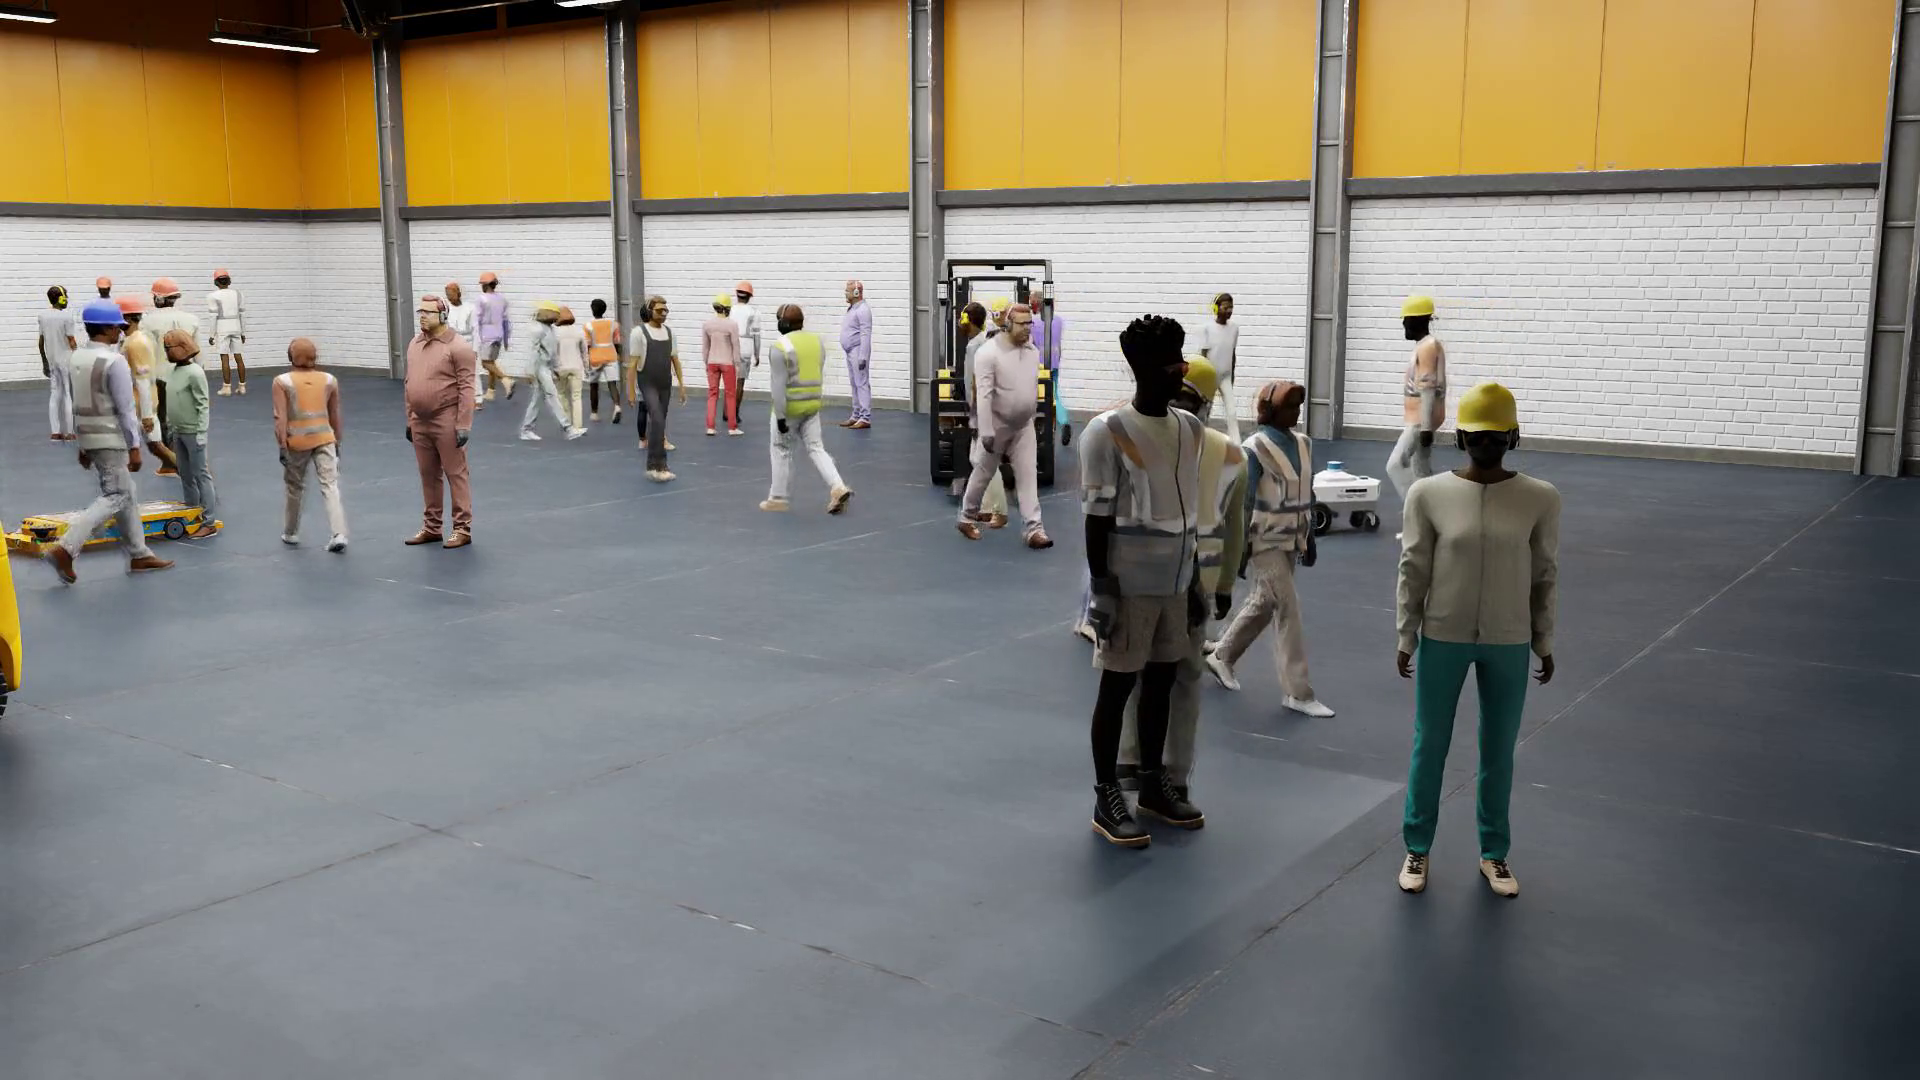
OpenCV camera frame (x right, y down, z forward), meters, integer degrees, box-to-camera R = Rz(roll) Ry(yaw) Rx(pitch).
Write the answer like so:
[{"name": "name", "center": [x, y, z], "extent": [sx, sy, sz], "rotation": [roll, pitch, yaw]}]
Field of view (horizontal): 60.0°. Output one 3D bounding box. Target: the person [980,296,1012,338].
[{"name": "person", "center": [0.360, -1.825, 18.549], "extent": [0.967, 1.780, 0.597], "rotation": [5, 11, 28]}]

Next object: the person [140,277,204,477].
[{"name": "person", "center": [-7.914, -1.635, 16.724], "extent": [0.369, 1.996, 0.622], "rotation": [7, 12, 36]}]

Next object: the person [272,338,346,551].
[{"name": "person", "center": [-4.862, -0.714, 12.458], "extent": [0.525, 1.588, 0.874], "rotation": [-8, 13, -40]}]

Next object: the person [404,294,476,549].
[{"name": "person", "center": [-3.955, -0.894, 12.573], "extent": [0.643, 1.913, 0.411], "rotation": [5, 11, 27]}]

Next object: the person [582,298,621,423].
[{"name": "person", "center": [-4.761, -2.393, 22.211], "extent": [0.525, 1.670, 0.805], "rotation": [-4, 11, -25]}]

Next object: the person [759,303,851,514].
[{"name": "person", "center": [-1.338, -1.115, 14.214], "extent": [0.841, 1.814, 0.630], "rotation": [8, 13, 41]}]

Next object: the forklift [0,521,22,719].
[{"name": "forklift", "center": [-5.296, -0.090, 6.943], "extent": [1.214, 2.155, 2.313], "rotation": [7, 12, 35]}]

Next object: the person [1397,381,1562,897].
[{"name": "person", "center": [1.750, 0.343, 5.637], "extent": [0.533, 1.767, 0.326], "rotation": [1, 10, 8]}]

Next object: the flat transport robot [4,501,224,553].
[{"name": "flat transport robot", "center": [-6.530, -0.116, 12.817], "extent": [0.652, 0.197, 1.431], "rotation": [7, 12, 35]}]

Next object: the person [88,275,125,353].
[{"name": "person", "center": [-13.880, -3.338, 27.090], "extent": [0.573, 1.924, 0.493], "rotation": [-1, 10, -8]}]

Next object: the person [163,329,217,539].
[{"name": "person", "center": [-6.037, -0.826, 12.989], "extent": [0.498, 1.633, 0.281], "rotation": [7, 12, 36]}]

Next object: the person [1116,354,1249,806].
[{"name": "person", "center": [0.864, 0.160, 6.665], "extent": [0.608, 1.789, 0.490], "rotation": [-2, 10, -13]}]

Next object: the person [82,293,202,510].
[{"name": "person", "center": [-6.976, -1.158, 14.203], "extent": [0.979, 1.905, 0.562], "rotation": [-4, 10, -21]}]

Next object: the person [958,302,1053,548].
[{"name": "person", "center": [0.350, -0.869, 12.649], "extent": [0.649, 1.864, 1.017], "rotation": [-7, 12, -35]}]

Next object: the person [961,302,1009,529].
[{"name": "person", "center": [0.189, -1.017, 13.574], "extent": [0.456, 1.830, 0.643], "rotation": [1, 10, 9]}]

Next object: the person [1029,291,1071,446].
[{"name": "person", "center": [0.999, -1.987, 19.381], "extent": [0.581, 1.812, 0.795], "rotation": [-5, 11, -28]}]

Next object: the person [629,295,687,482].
[{"name": "person", "center": [-2.888, -1.460, 16.195], "extent": [0.740, 1.821, 0.552], "rotation": [9, 13, 42]}]

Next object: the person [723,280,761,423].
[{"name": "person", "center": [-2.924, -2.504, 22.188], "extent": [0.566, 1.908, 0.457], "rotation": [1, 10, 8]}]

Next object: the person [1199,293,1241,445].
[{"name": "person", "center": [2.743, -1.669, 17.477], "extent": [0.506, 1.819, 0.975], "rotation": [-3, 10, -19]}]

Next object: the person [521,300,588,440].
[{"name": "person", "center": [-4.919, -2.026, 19.987], "extent": [0.902, 1.675, 0.520], "rotation": [1, 10, 8]}]

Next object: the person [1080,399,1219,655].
[{"name": "person", "center": [1.030, -0.219, 9.134], "extent": [0.528, 1.719, 0.922], "rotation": [-8, 13, -41]}]

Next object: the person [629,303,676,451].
[{"name": "person", "center": [-3.497, -1.845, 18.876], "extent": [0.532, 1.696, 0.319], "rotation": [5, 11, 28]}]

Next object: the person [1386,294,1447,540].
[{"name": "person", "center": [3.501, -0.927, 12.769], "extent": [0.474, 1.905, 0.623], "rotation": [3, 10, 16]}]

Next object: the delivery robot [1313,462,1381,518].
[{"name": "delivery robot", "center": [2.981, -0.383, 13.279], "extent": [0.707, 0.478, 0.477], "rotation": [-2, 10, -11]}]

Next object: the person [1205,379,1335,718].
[{"name": "person", "center": [1.504, 0.009, 8.095], "extent": [0.522, 1.604, 0.816], "rotation": [-9, 13, -43]}]

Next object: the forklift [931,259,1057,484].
[{"name": "forklift", "center": [0.370, -1.738, 16.759], "extent": [1.214, 2.155, 2.313], "rotation": [1, 10, 3]}]

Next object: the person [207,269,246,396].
[{"name": "person", "center": [-11.797, -3.335, 26.750], "extent": [0.392, 2.033, 0.605], "rotation": [7, 12, 38]}]

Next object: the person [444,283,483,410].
[{"name": "person", "center": [-7.194, -2.751, 23.872], "extent": [0.602, 1.840, 0.788], "rotation": [0, 10, -1]}]

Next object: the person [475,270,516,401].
[{"name": "person", "center": [-7.120, -3.111, 25.459], "extent": [0.771, 2.025, 0.631], "rotation": [5, 11, 28]}]

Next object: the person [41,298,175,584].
[{"name": "person", "center": [-5.796, -0.664, 11.200], "extent": [0.623, 1.918, 0.885], "rotation": [7, 12, 35]}]

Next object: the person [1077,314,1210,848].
[{"name": "person", "center": [0.703, 0.144, 6.225], "extent": [0.608, 1.966, 0.365], "rotation": [-8, 13, -41]}]

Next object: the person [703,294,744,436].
[{"name": "person", "center": [-2.956, -2.144, 20.598], "extent": [0.538, 1.773, 0.591], "rotation": [4, 10, 22]}]

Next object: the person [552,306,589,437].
[{"name": "person", "center": [-4.861, -2.088, 20.584], "extent": [0.539, 1.596, 0.746], "rotation": [-4, 10, -20]}]

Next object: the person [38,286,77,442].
[{"name": "person", "center": [-10.772, -2.108, 19.940], "extent": [0.535, 1.864, 0.309], "rotation": [3, 10, 15]}]

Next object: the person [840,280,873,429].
[{"name": "person", "center": [-1.351, -2.390, 21.496], "extent": [0.401, 1.910, 0.641], "rotation": [-3, 10, -18]}]
